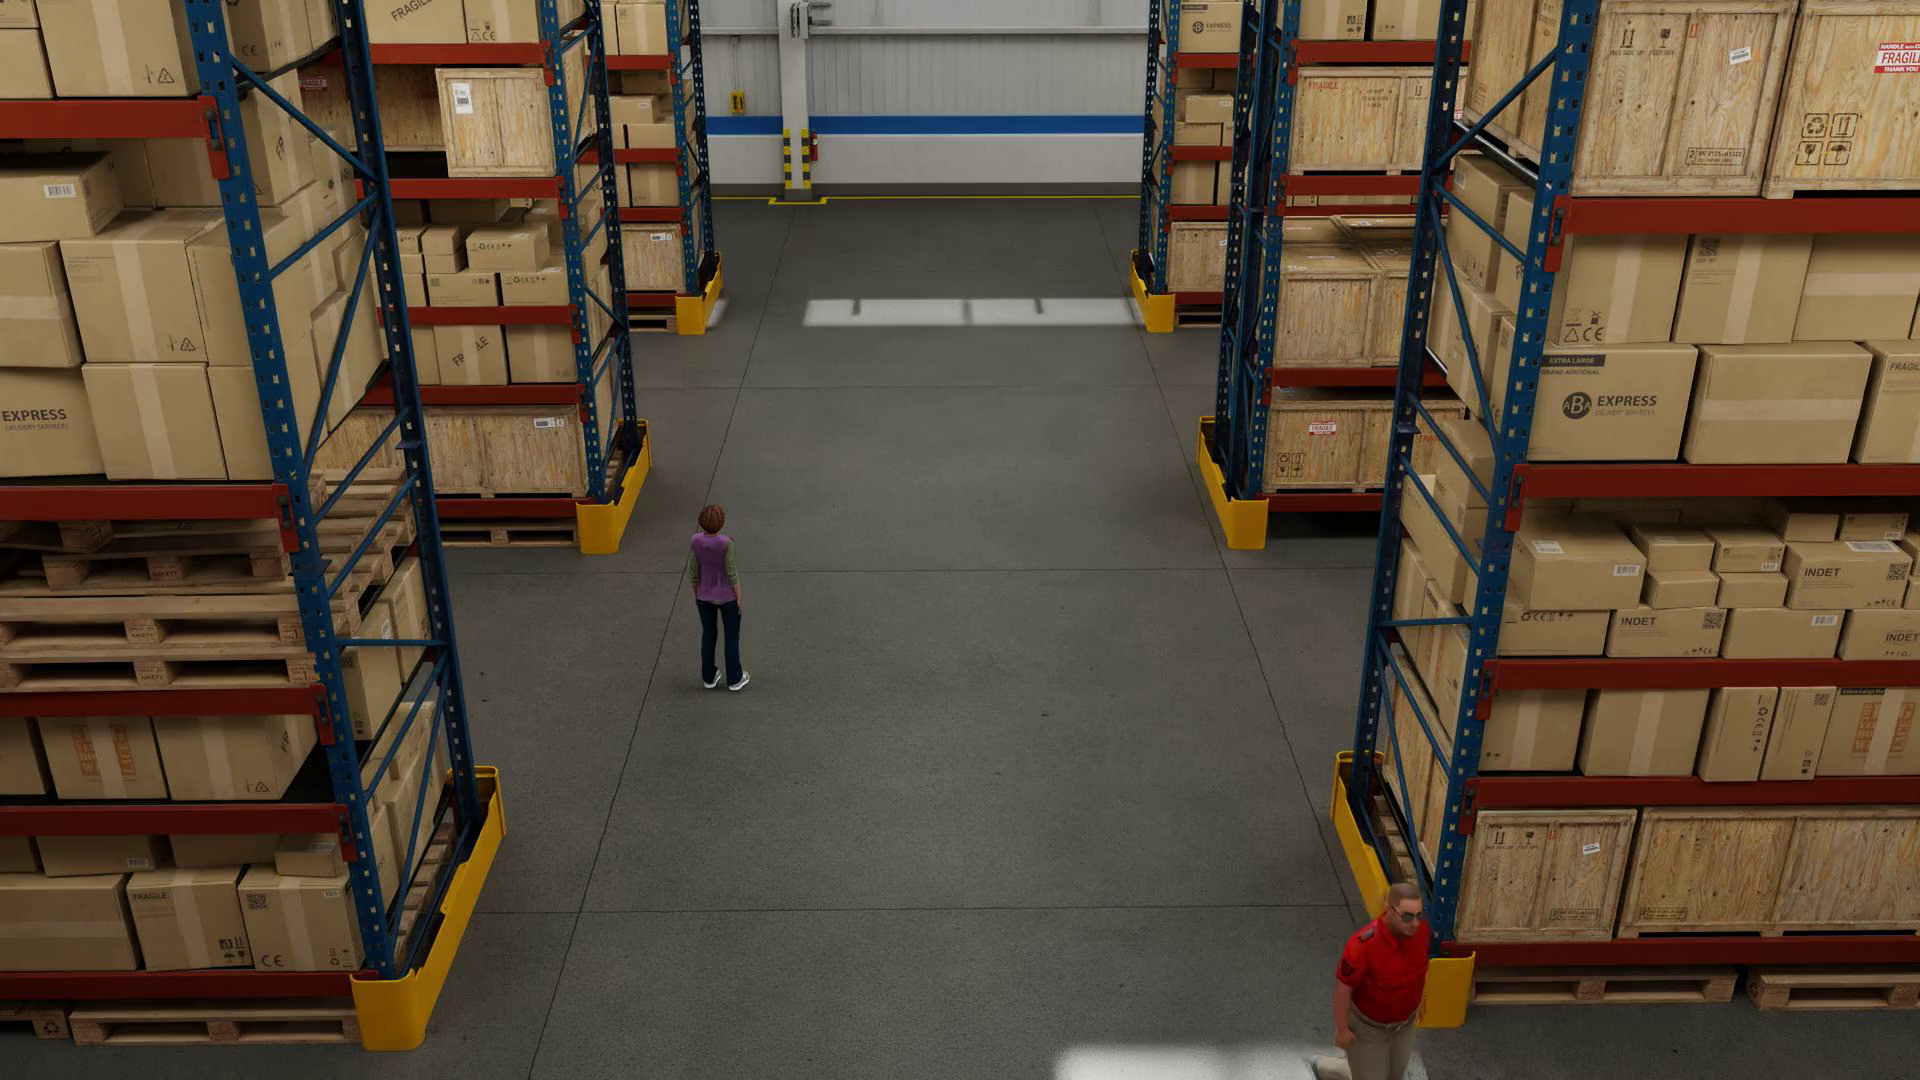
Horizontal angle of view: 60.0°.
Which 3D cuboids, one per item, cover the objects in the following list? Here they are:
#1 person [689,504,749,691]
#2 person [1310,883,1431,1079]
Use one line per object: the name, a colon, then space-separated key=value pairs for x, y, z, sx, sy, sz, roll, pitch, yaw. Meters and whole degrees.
person: x=-1.902 y=0.444 z=13.122 sx=0.411 sy=1.602 sz=0.328 roll=6 pitch=26 yaw=12
person: x=2.156 y=2.443 z=8.686 sx=0.639 sy=1.708 sz=0.634 roll=-14 pitch=28 yaw=-27
